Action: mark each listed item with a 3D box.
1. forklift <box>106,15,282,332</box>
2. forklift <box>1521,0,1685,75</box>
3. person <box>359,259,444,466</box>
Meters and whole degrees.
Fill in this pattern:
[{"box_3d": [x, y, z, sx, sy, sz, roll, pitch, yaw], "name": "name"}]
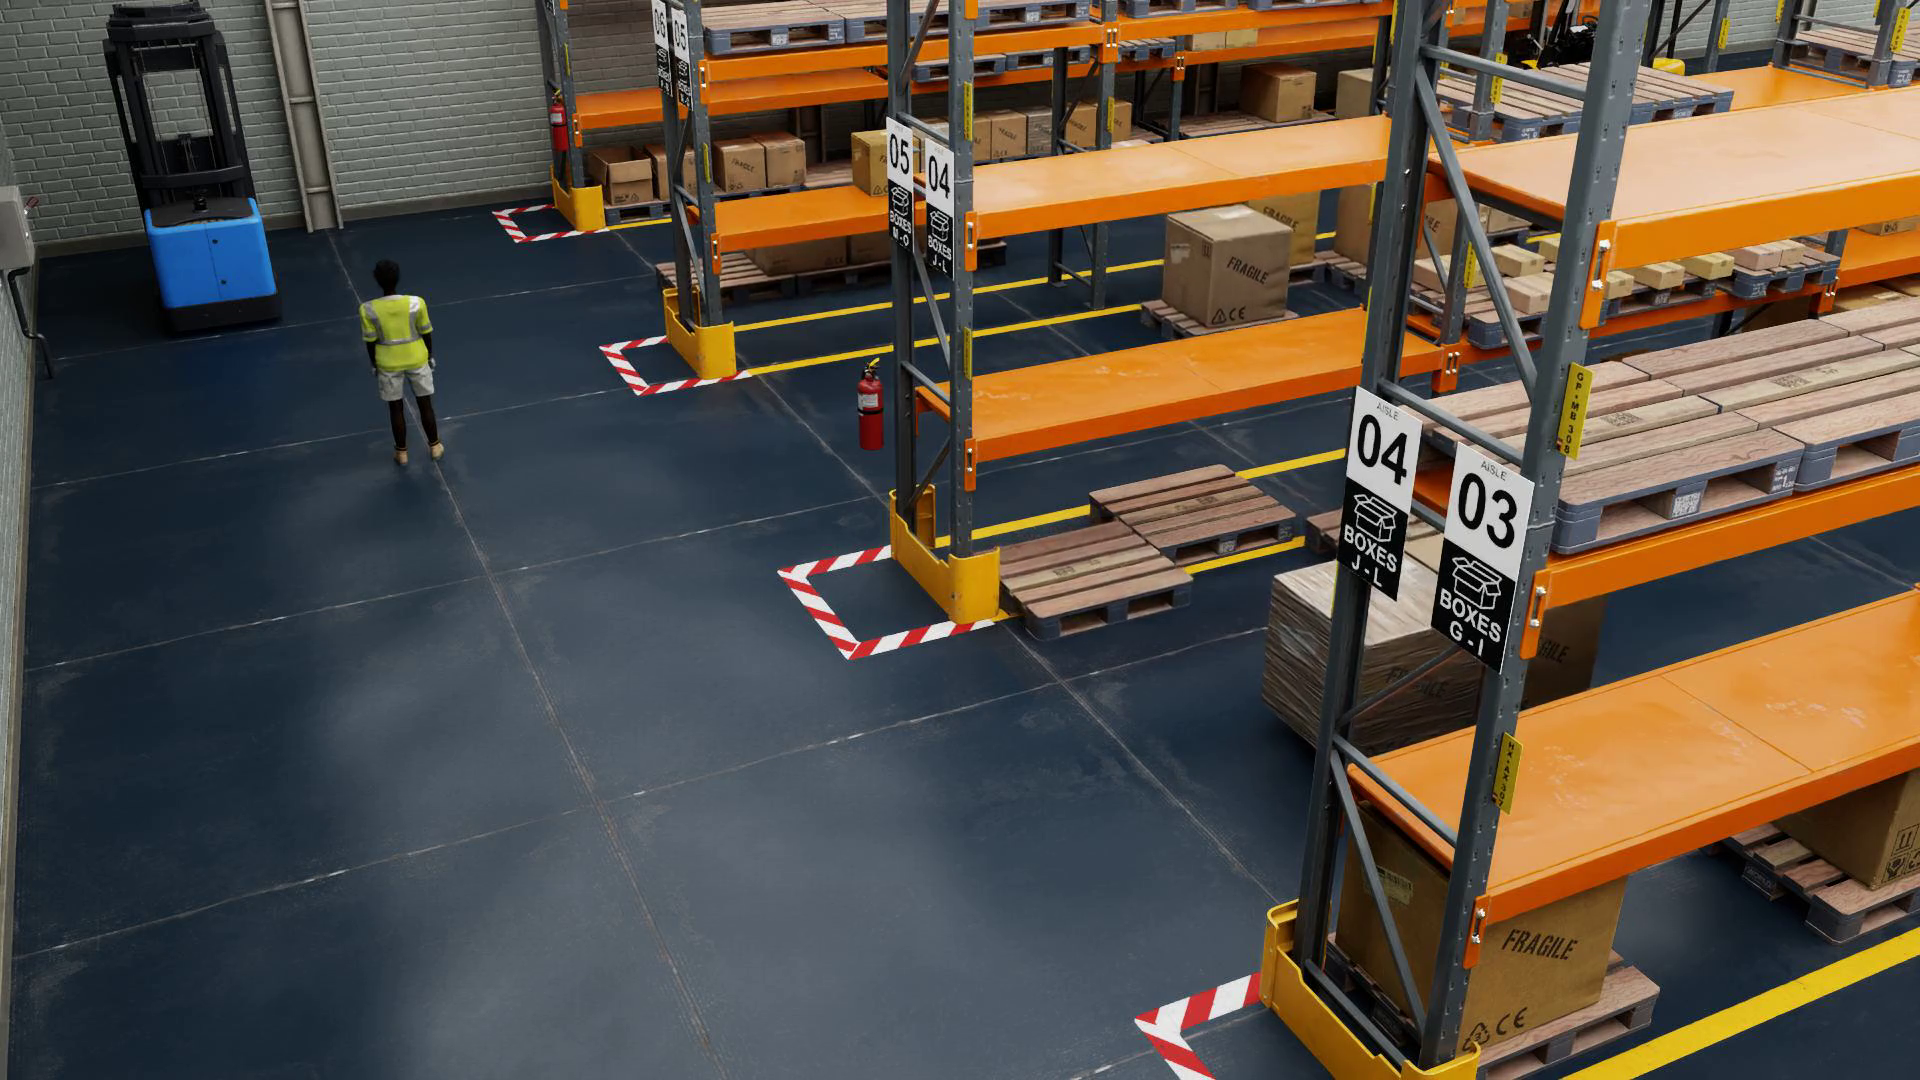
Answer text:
[{"box_3d": [-7.548, -3.672, 16.323, 1.129, 2.768, 1.873, -12, 30, -22], "name": "forklift"}, {"box_3d": [8.950, -6.807, 23.056, 1.214, 2.155, 2.313, -12, 30, -22], "name": "forklift"}, {"box_3d": [-4.442, -1.414, 13.254, 0.540, 1.700, 0.316, -10, 29, -19], "name": "person"}]
